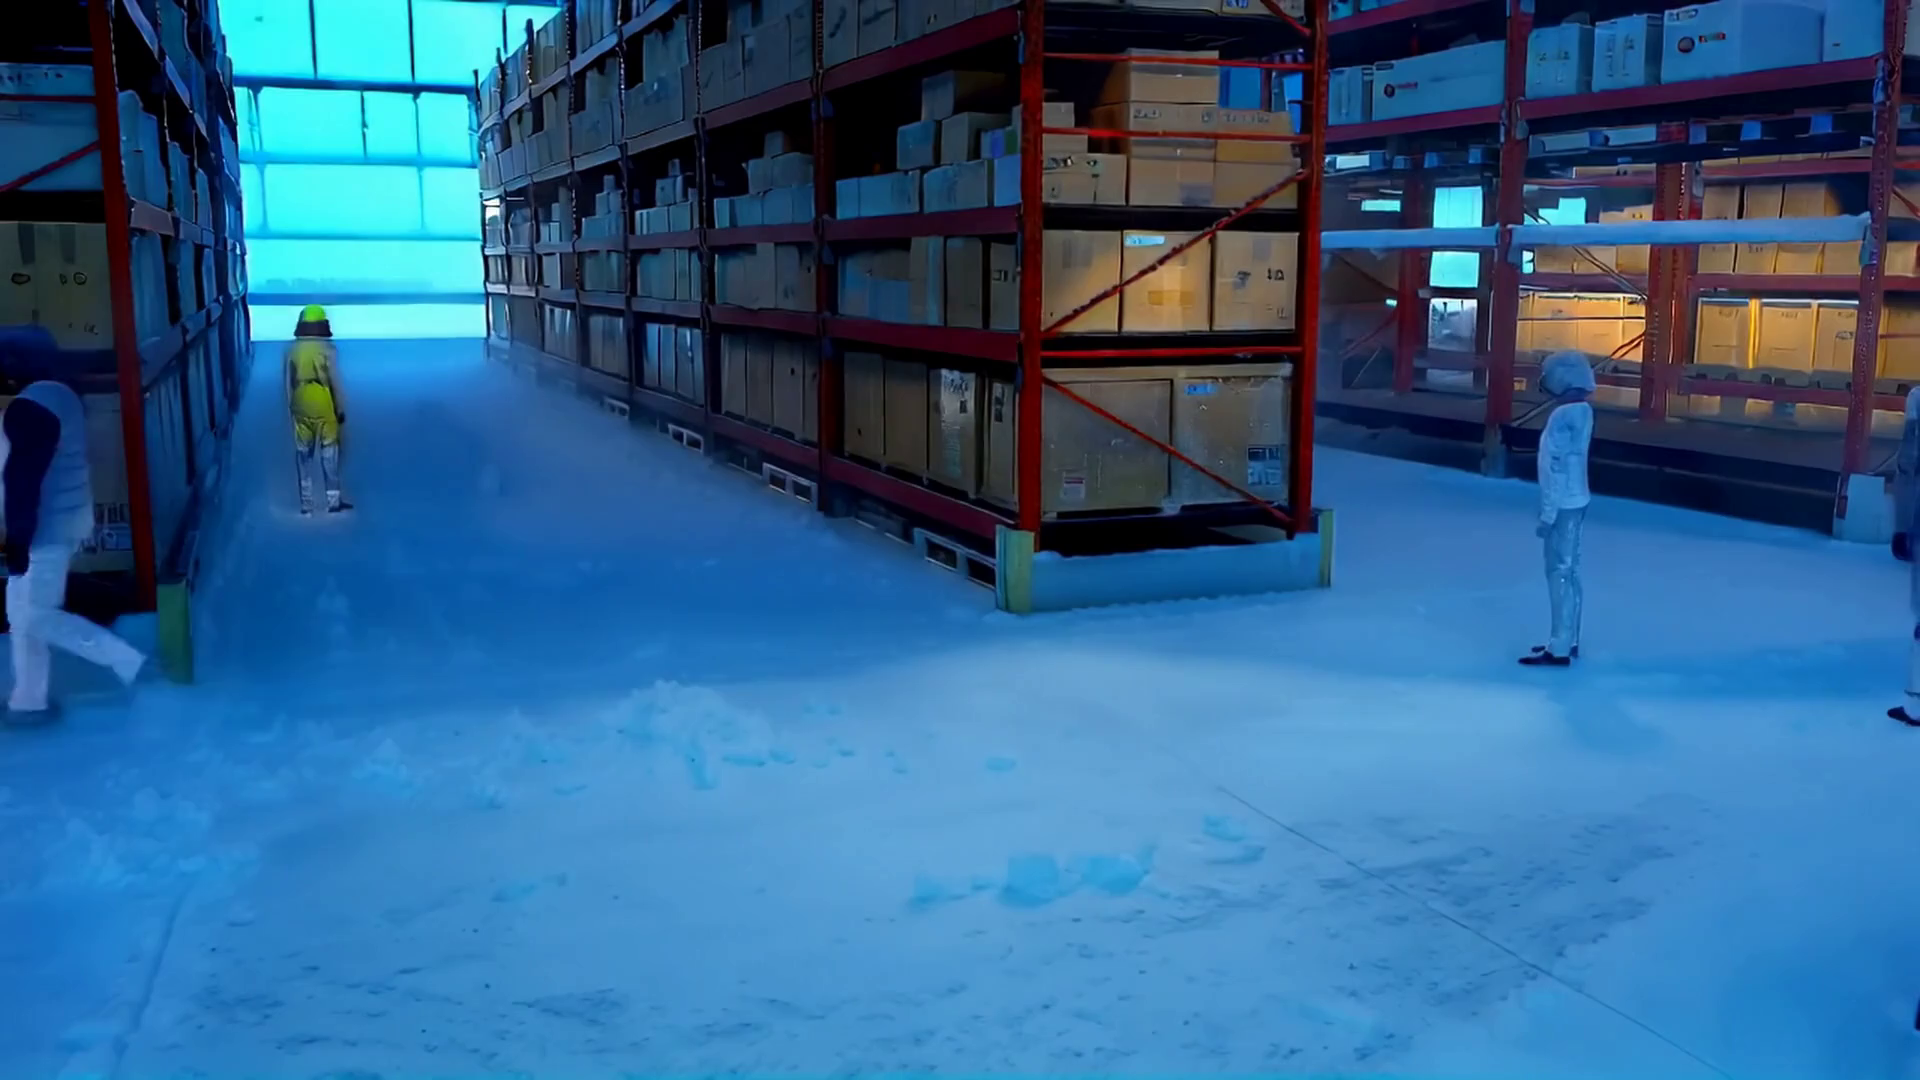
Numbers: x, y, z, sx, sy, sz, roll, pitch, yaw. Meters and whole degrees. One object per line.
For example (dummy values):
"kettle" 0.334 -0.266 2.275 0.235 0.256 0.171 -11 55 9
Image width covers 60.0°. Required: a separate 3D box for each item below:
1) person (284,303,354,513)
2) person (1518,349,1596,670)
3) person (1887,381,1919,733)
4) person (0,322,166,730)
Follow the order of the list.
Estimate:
"person" -5.332 -1.091 13.803 0.493 1.741 0.317 1 10 8
"person" 3.070 -0.154 8.514 0.276 1.633 0.507 6 11 33
"person" 4.435 -0.086 7.333 0.645 1.898 0.397 1 10 7
"person" -3.973 -0.045 7.308 0.729 1.818 0.637 -4 10 -21
